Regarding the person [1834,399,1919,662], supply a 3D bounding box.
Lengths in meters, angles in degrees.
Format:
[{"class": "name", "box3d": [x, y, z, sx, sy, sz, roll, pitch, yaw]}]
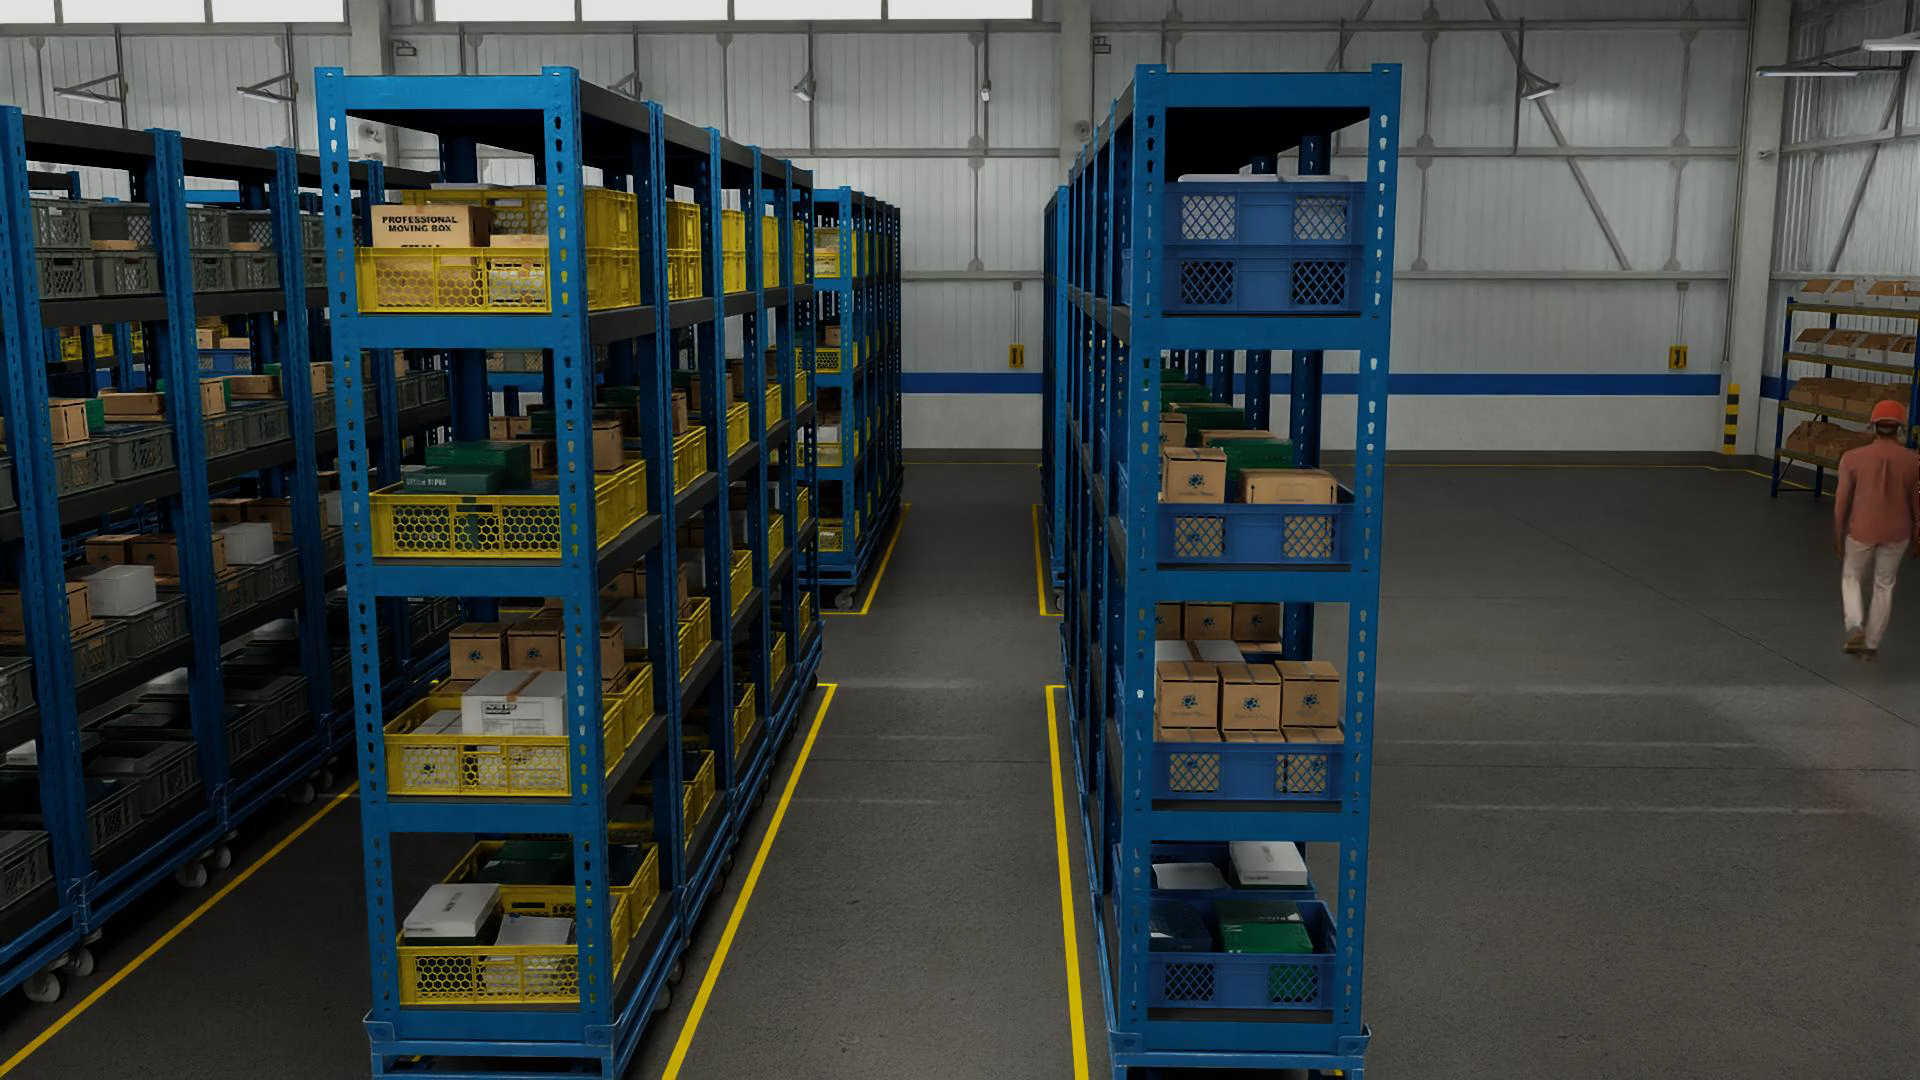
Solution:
[{"class": "person", "box3d": [6.877, -0.068, 12.449, 0.629, 1.975, 0.441, 4, 11, 23]}]

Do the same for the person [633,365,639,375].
[{"class": "person", "box3d": [-4.520, -1.759, 22.943, 0.945, 1.784, 0.615, -2, 10, -12]}]
